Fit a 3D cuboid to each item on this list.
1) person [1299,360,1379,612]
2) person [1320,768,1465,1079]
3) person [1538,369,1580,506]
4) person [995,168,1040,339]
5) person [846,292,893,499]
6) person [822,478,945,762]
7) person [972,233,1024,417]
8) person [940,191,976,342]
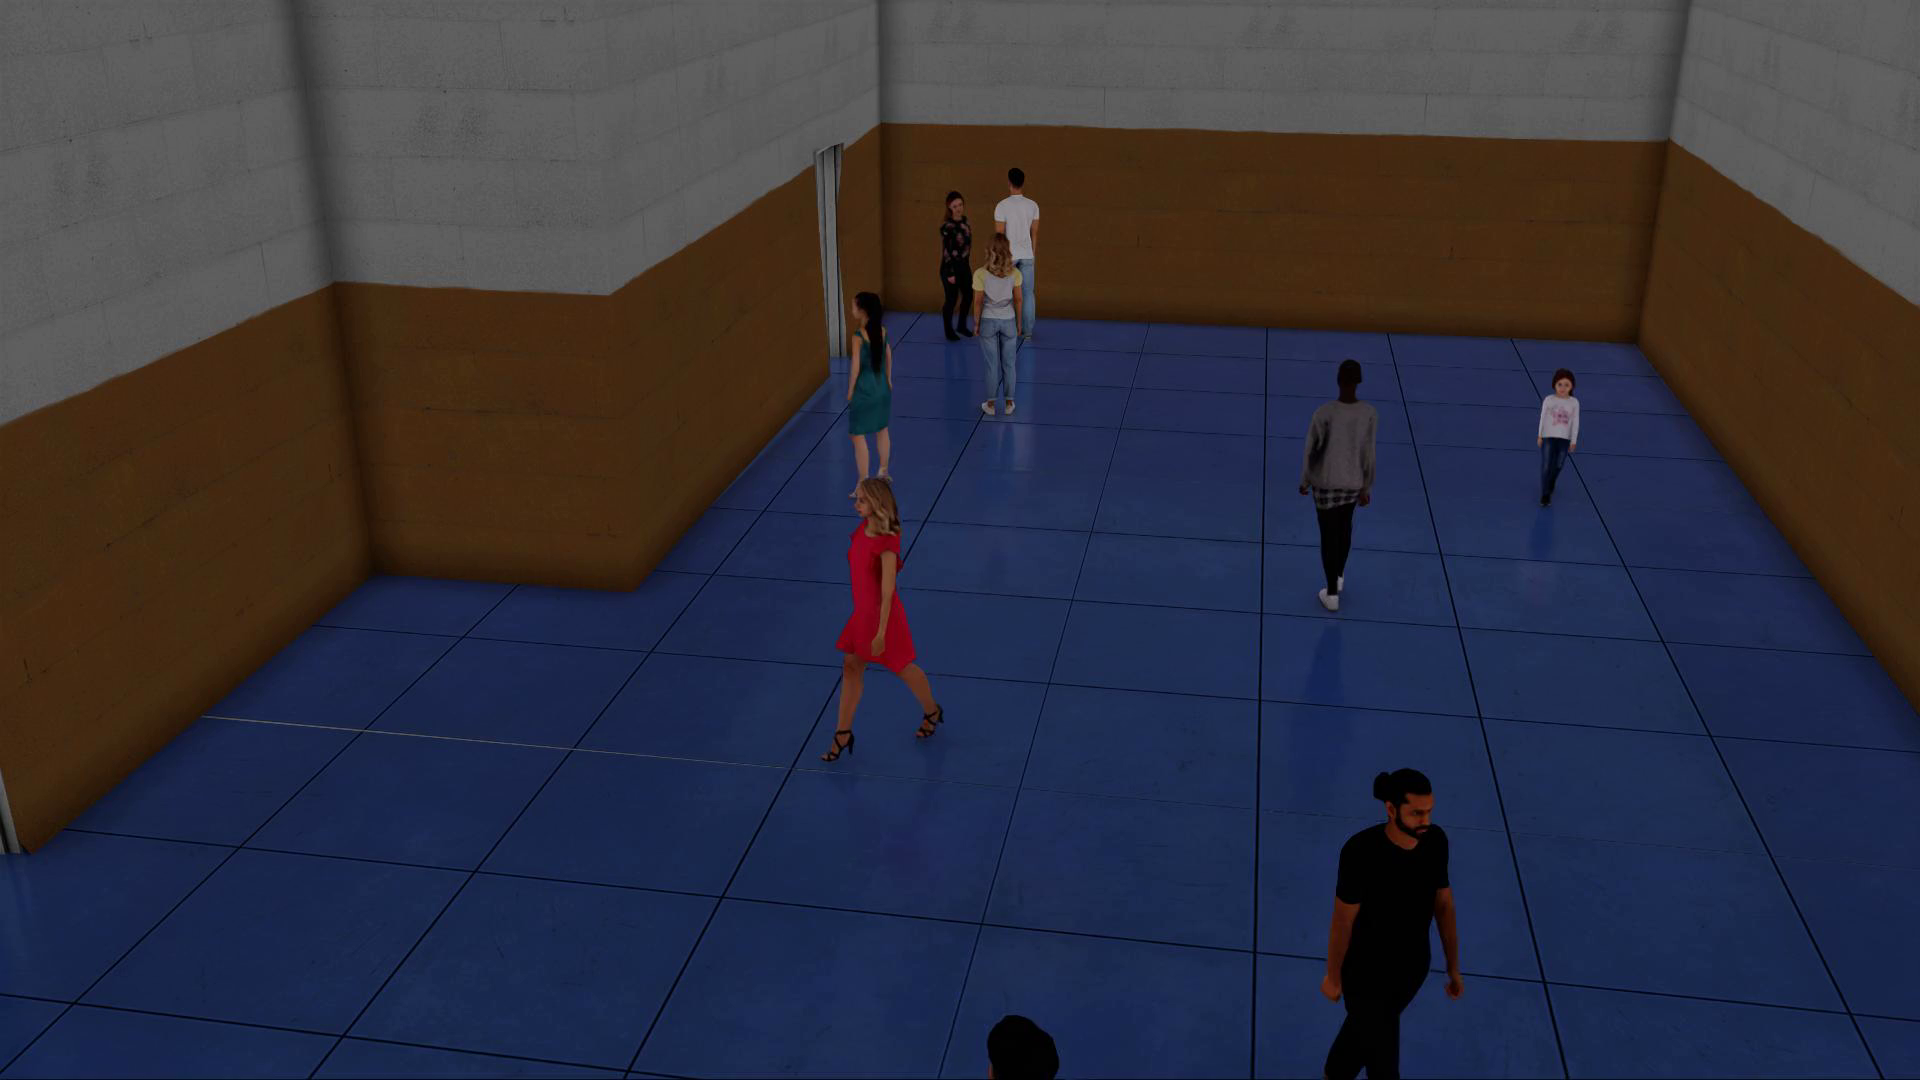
[{"bbox_3d":[2.617,-0.346,11.410,0.781,1.757,0.794,-3,22,-6],"label":"person"},{"bbox_3d":[1.604,1.634,6.525,1.103,1.724,1.109,-12,25,-27],"label":"person"},{"bbox_3d":[4.877,-0.862,13.586,0.725,1.090,0.550,6,23,14],"label":"person"},{"bbox_3d":[0.623,-3.121,18.177,0.675,1.861,0.810,-7,23,-16],"label":"person"},{"bbox_3d":[-0.695,-1.212,13.672,0.831,1.676,0.769,-14,26,-32],"label":"person"},{"bbox_3d":[-0.374,0.458,9.513,1.080,1.679,0.986,-12,25,-28],"label":"person"},{"bbox_3d":[0.361,-2.021,15.598,0.586,1.726,0.748,-3,22,-7],"label":"person"},{"bbox_3d":[-0.069,-2.962,18.059,0.765,1.652,0.743,12,25,27],"label":"person"}]
